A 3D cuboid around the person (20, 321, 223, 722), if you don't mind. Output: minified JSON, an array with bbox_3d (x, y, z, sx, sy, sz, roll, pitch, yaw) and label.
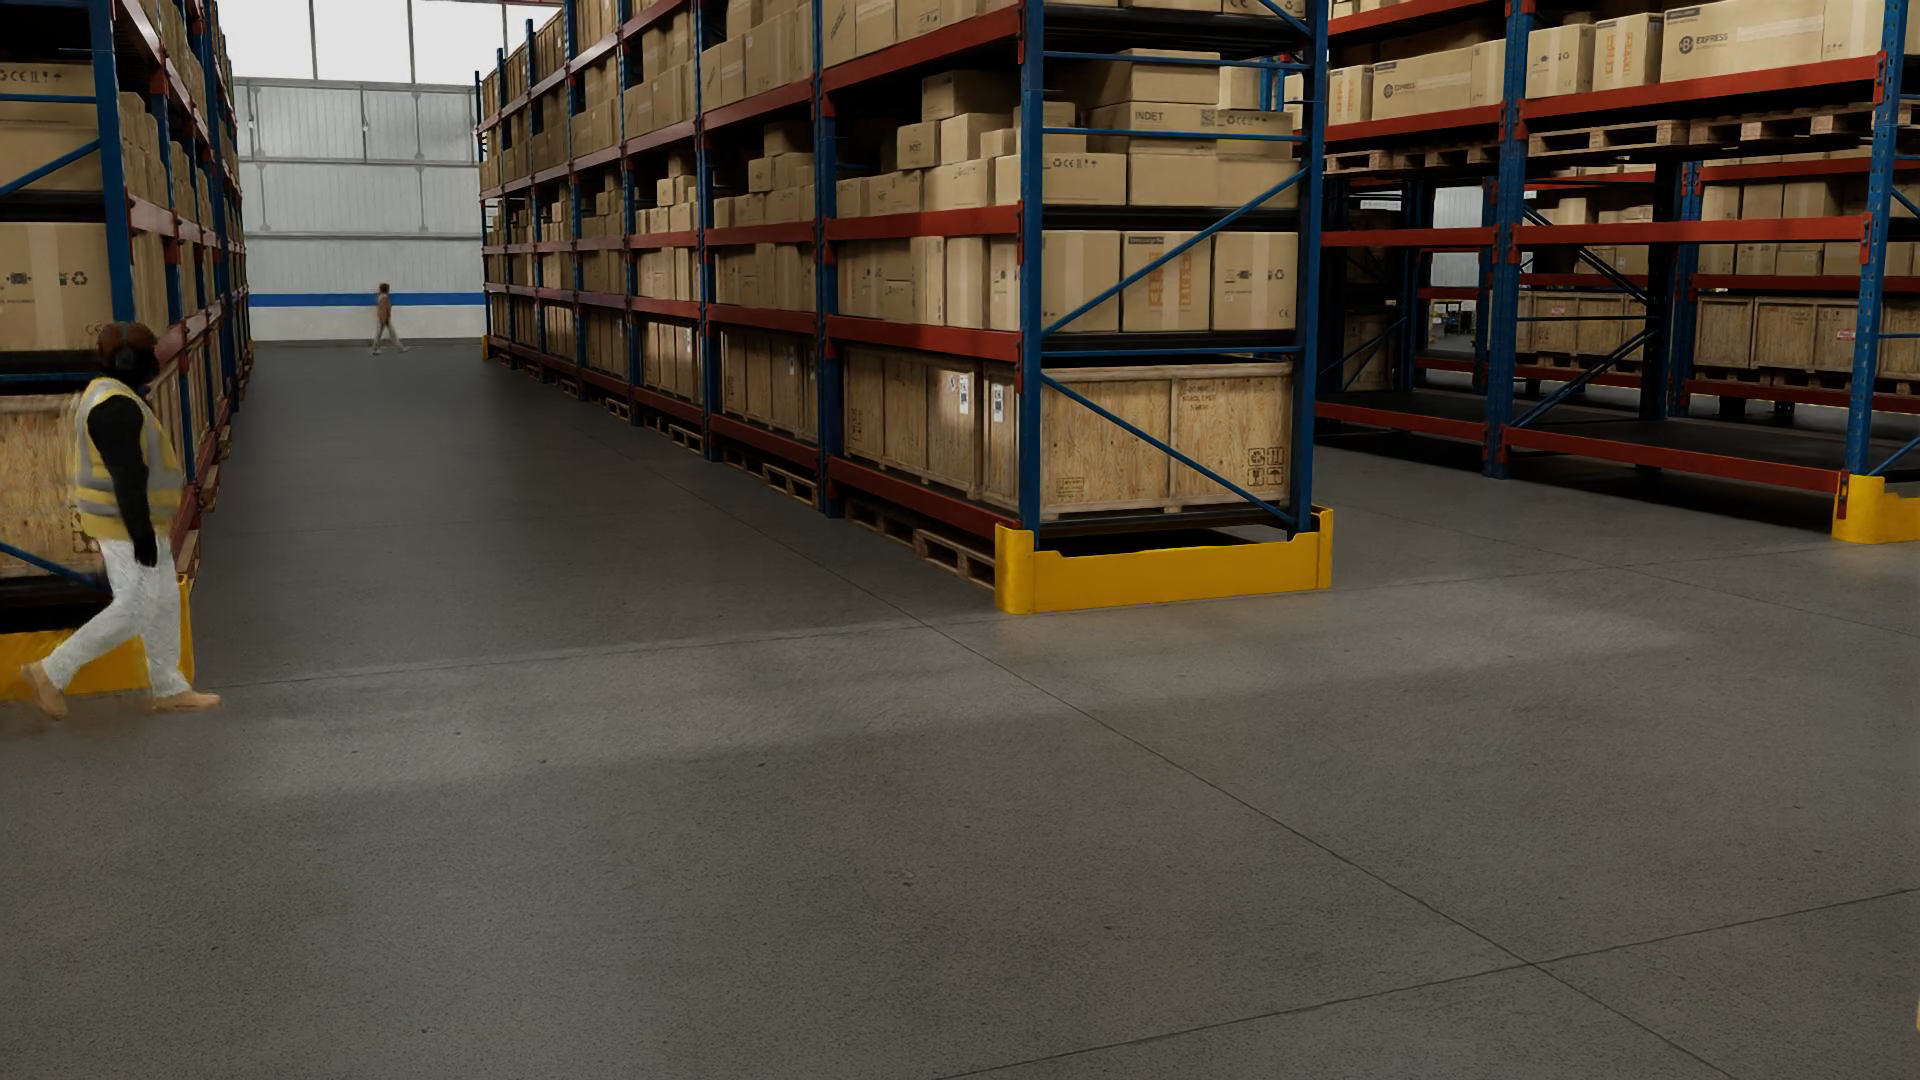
[{"bbox_3d":[-3.785,-0.062,7.416,0.723,1.815,0.637,-4,10,-22],"label":"person"}]

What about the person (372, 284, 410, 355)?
[{"bbox_3d":[-12.882,-4.967,37.436,0.848,1.586,0.538,-7,12,-36],"label":"person"}]
